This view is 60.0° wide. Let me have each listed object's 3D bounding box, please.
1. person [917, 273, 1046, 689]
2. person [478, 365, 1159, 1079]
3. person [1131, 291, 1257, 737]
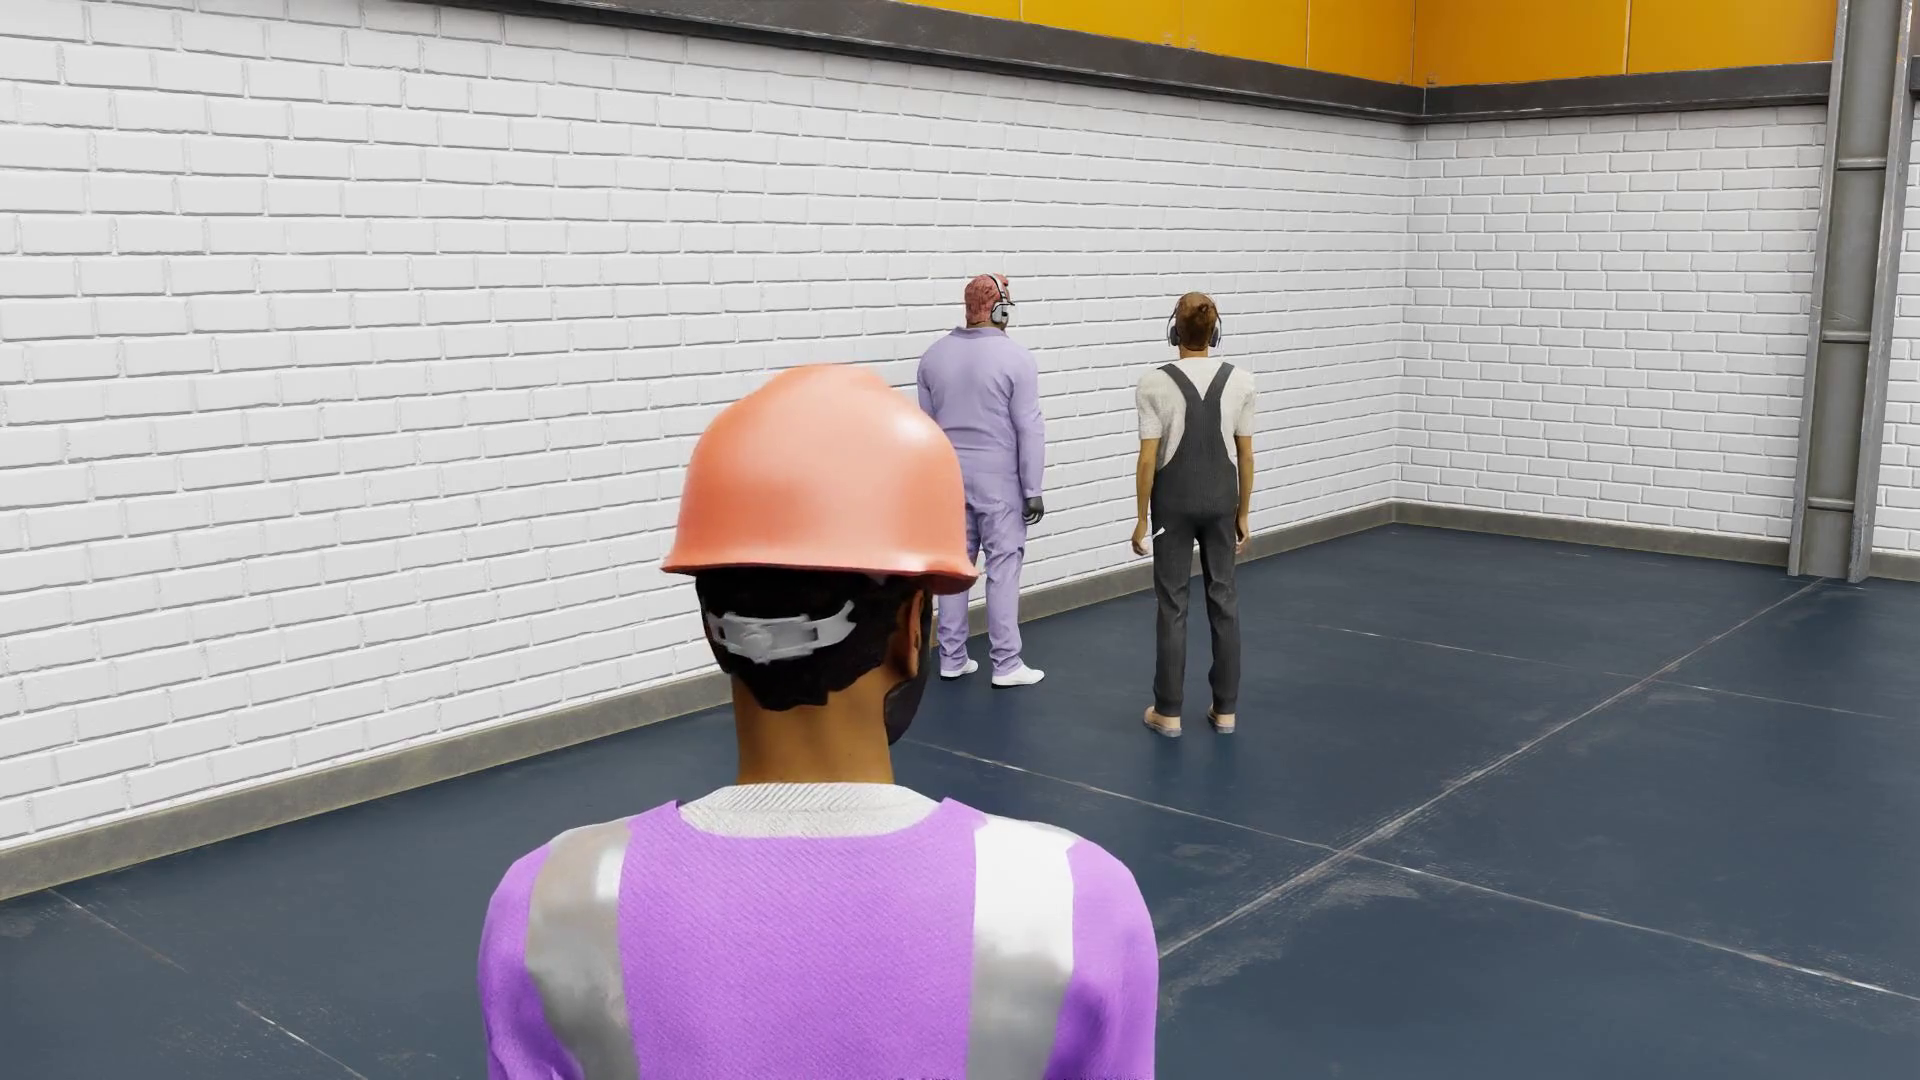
[{"bbox_3d":[0.125,-0.270,7.700,0.651,1.906,0.403,7,12,34],"label":"person"},{"bbox_3d":[-0.103,0.820,1.431,0.542,1.929,0.374,0,10,2],"label":"person"},{"bbox_3d":[0.962,-0.100,6.903,0.507,1.846,0.351,-1,10,-6],"label":"person"}]
